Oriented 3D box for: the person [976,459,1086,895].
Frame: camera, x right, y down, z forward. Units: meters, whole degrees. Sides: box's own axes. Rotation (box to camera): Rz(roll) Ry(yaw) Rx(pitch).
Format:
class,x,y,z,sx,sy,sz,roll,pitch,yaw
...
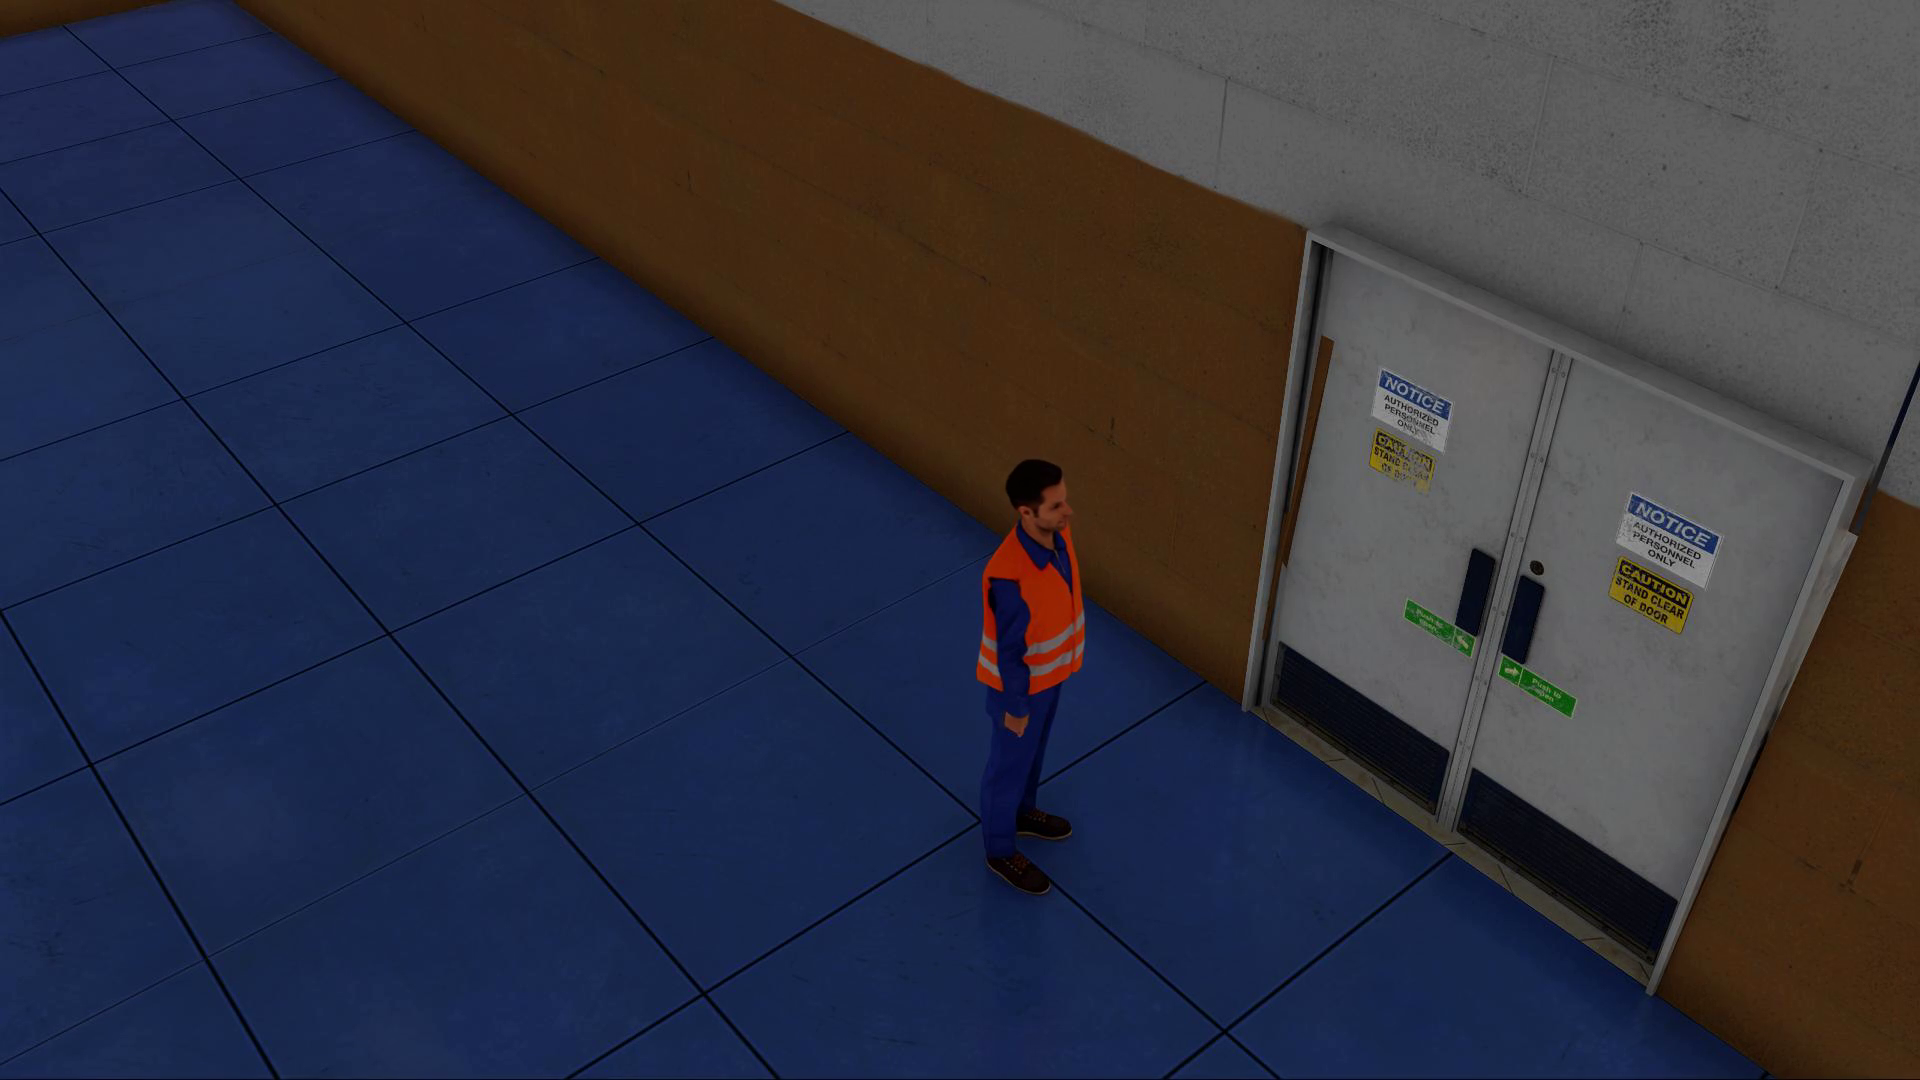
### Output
class,x,y,z,sx,sy,sz,roll,pitch,yaw
person,0.247,0.482,6.079,0.845,1.864,0.714,15,39,19
